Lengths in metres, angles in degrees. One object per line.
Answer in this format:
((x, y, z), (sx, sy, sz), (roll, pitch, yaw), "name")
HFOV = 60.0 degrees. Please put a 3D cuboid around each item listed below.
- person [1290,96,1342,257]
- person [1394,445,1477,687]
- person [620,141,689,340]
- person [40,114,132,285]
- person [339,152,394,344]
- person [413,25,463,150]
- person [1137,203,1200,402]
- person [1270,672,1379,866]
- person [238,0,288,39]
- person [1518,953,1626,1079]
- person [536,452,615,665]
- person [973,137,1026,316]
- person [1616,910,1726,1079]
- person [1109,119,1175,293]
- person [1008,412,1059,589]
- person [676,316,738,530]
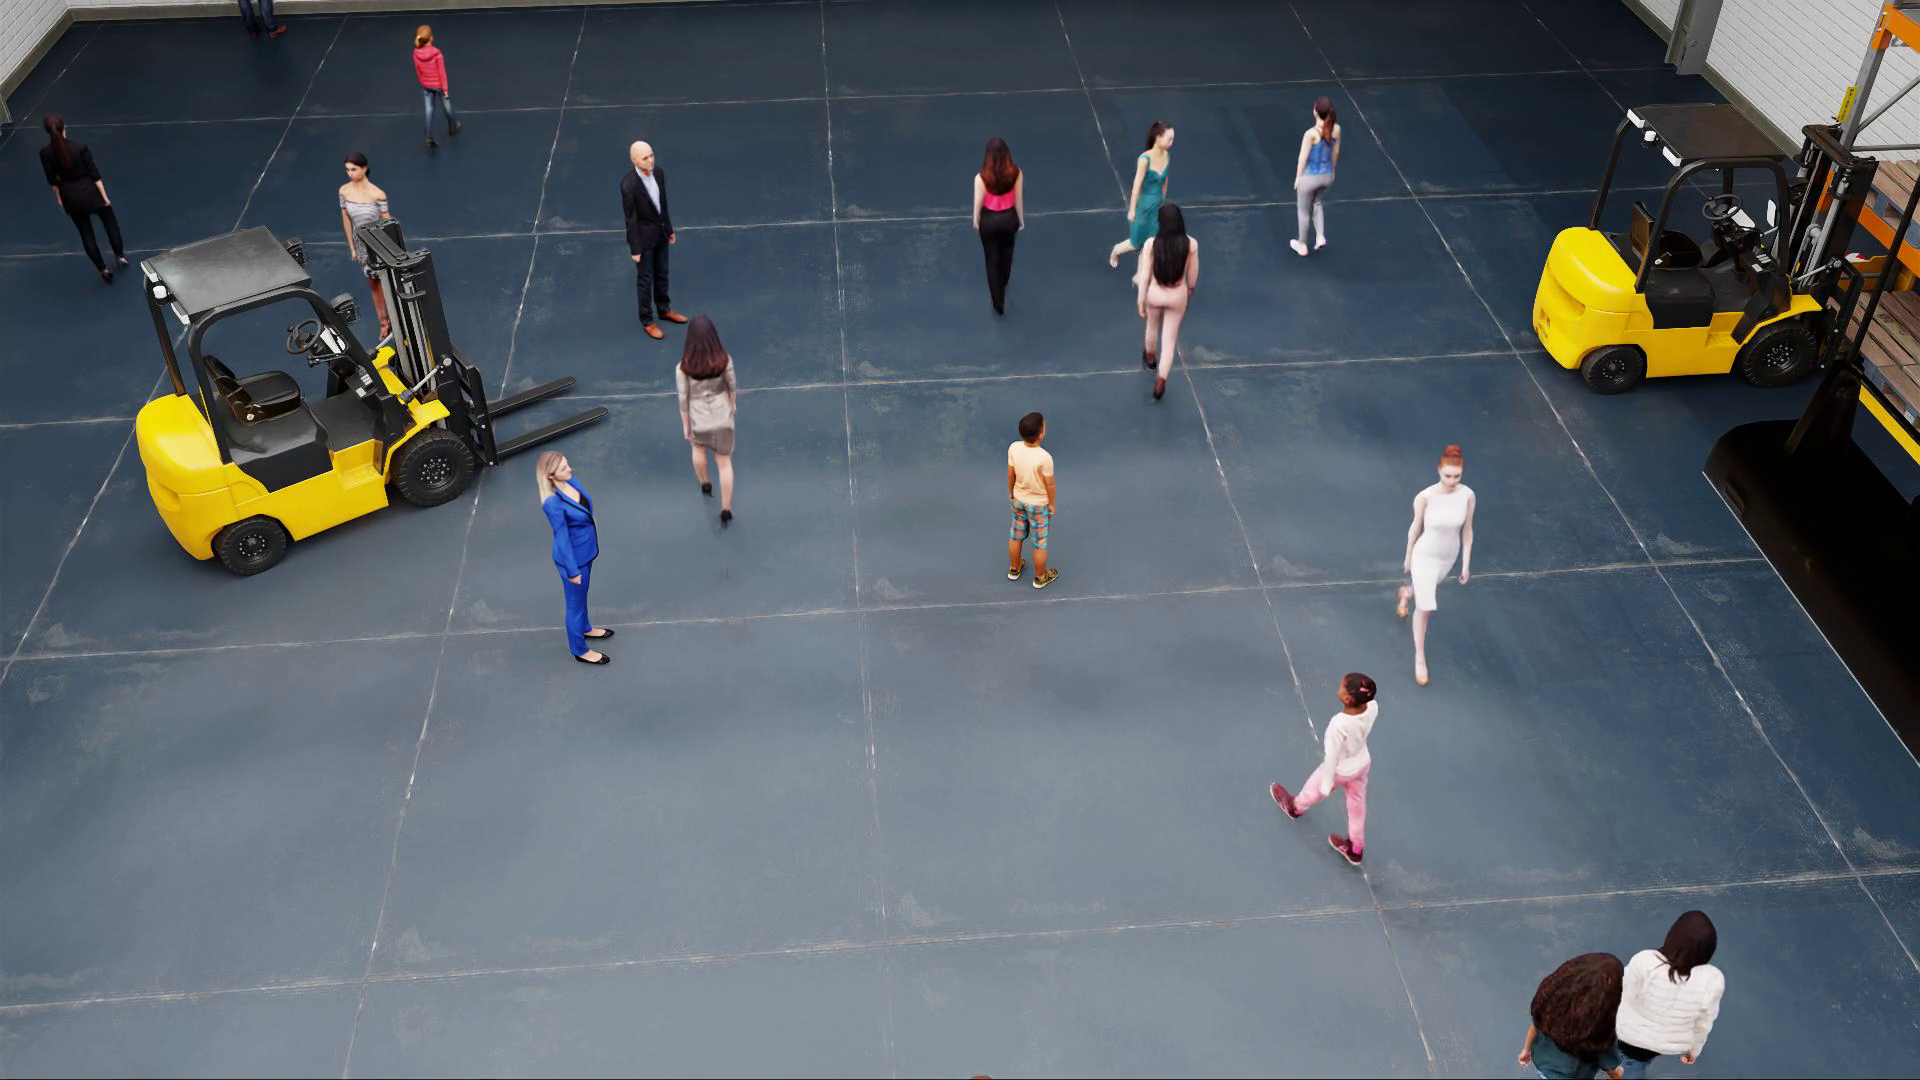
((3.400, -3.401, 15.730), (0.684, 1.605, 0.764), (-15, 41, -18), "person")
((3.190, 0.082, 11.251), (0.579, 1.754, 1.071), (-4, 39, -5), "person")
((-2.735, -2.682, 14.675), (0.820, 1.799, 0.738), (24, 44, 27), "person")
((-8.084, -3.094, 15.311), (0.677, 1.649, 0.718), (-9, 39, -11), "person")
((-5.075, -2.536, 14.474), (0.639, 1.822, 0.603), (6, 39, 7), "person")
((-5.643, -4.793, 17.733), (0.655, 1.282, 0.983), (5, 39, 6), "person")
((1.713, -1.932, 13.822), (0.749, 1.692, 1.003), (5, 39, 6), "person")
((2.347, 1.375, 9.901), (0.850, 1.419, 1.029), (-23, 44, -26), "person")
((-8.611, -7.005, 20.003), (0.782, 1.905, 0.689), (3, 39, 4), "person")
((2.930, 2.646, 8.162), (0.802, 1.601, 0.794), (-23, 44, -26), "person")
((-2.632, 0.104, 11.266), (0.676, 1.701, 0.490), (-2, 39, -2), "person")
((0.377, -2.793, 14.944), (0.716, 1.637, 0.937), (-11, 40, -13), "person")
((3.467, 2.519, 8.321), (0.798, 1.602, 1.158), (7, 39, 8), "person")
((1.660, -3.057, 15.253), (0.799, 1.665, 0.887), (-20, 43, -23), "person")
((0.511, -0.291, 11.952), (0.601, 1.461, 0.637), (19, 42, 23), "person")
((-1.842, -0.831, 12.420), (0.662, 1.721, 0.873), (-7, 39, -9), "person")
